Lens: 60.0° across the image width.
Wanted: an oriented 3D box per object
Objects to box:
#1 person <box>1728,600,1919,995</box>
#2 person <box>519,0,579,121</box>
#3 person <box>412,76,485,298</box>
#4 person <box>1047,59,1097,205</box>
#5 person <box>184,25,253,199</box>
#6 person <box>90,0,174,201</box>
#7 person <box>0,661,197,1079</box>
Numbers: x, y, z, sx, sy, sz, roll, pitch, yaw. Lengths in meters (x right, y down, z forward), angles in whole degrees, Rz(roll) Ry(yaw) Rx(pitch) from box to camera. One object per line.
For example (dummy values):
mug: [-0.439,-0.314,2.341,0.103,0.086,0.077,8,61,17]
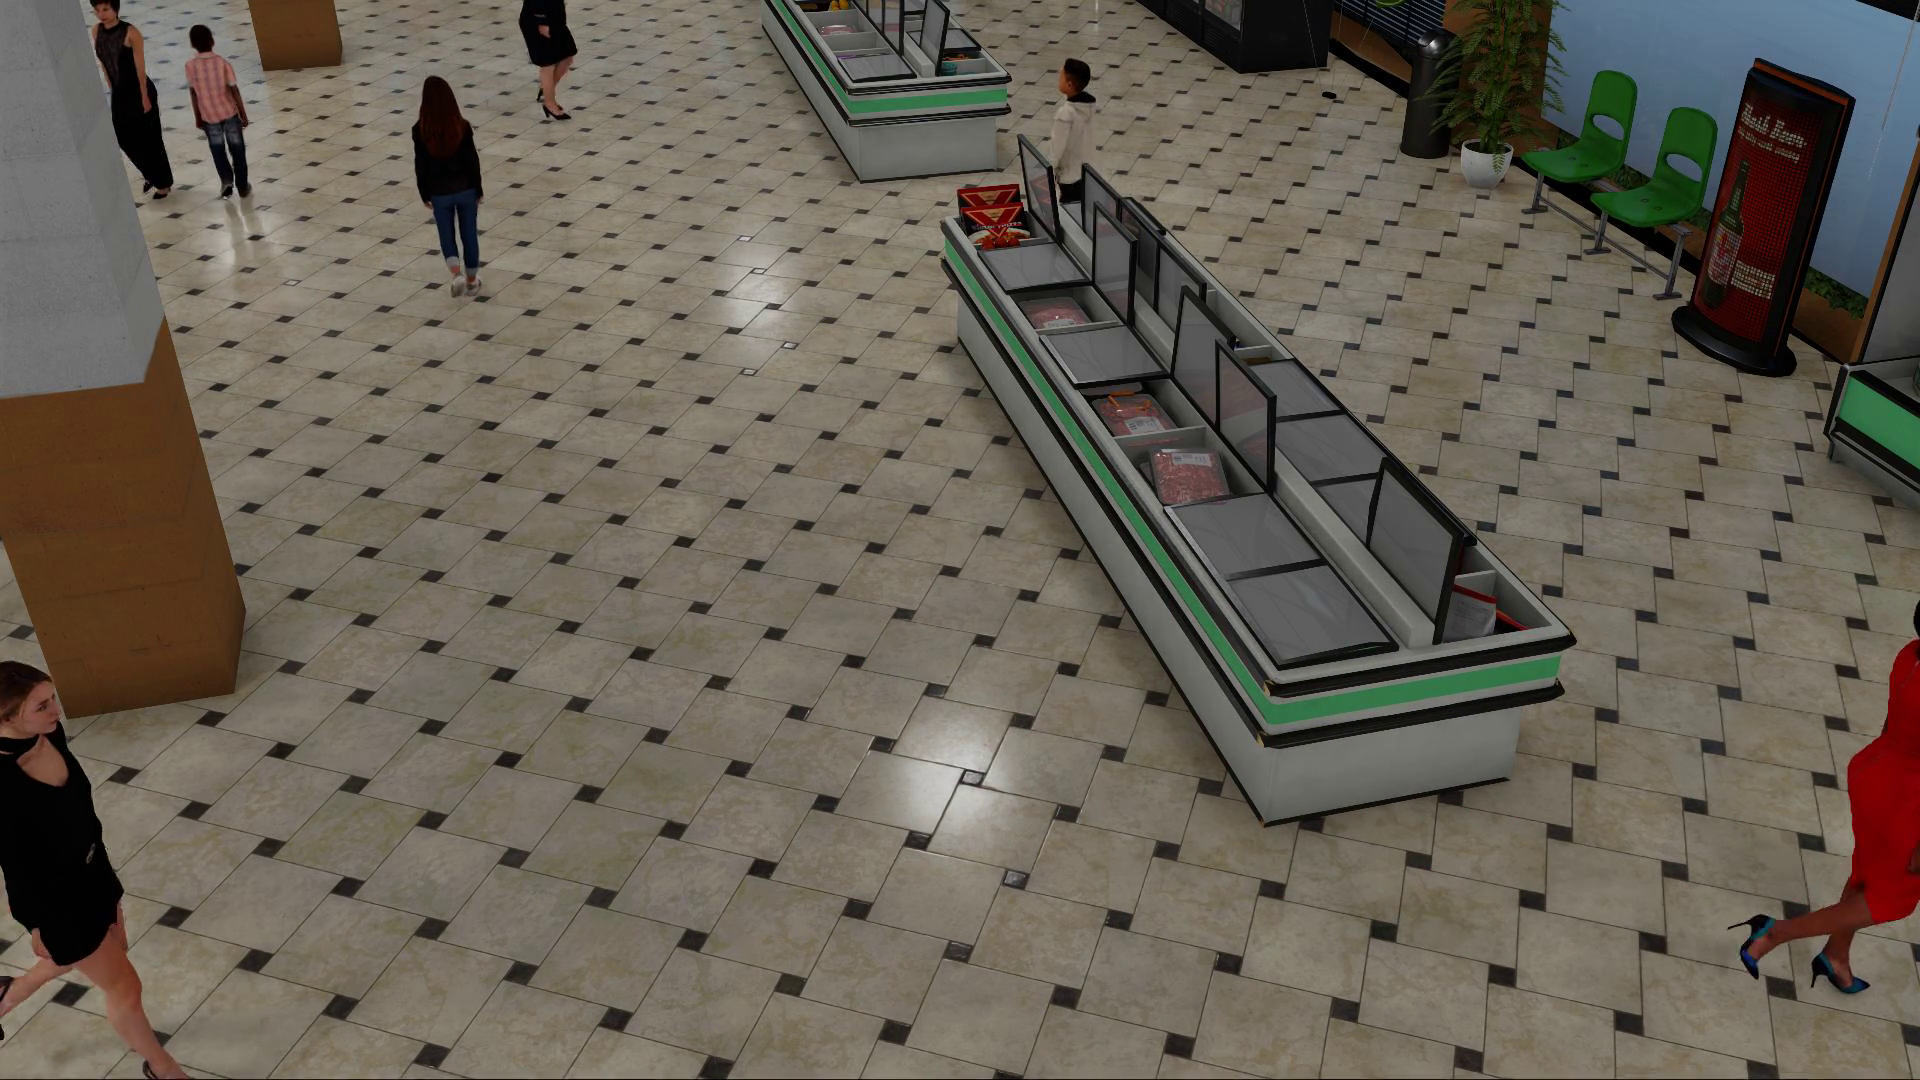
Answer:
person: [3.006,0.892,5.504,0.804,1.726,0.824,3,32,5]
person: [-3.560,-4.355,13.996,0.874,1.663,0.774,8,33,13]
person: [-3.289,-2.251,10.796,0.565,1.471,0.698,-9,33,-15]
person: [0.839,-2.490,11.215,0.944,1.433,0.889,17,36,25]
person: [-5.552,-3.175,12.441,0.533,1.301,0.576,-9,33,-14]
person: [-6.133,-3.349,12.450,0.668,1.588,0.680,7,33,11]
person: [-2.828,1.105,5.149,0.852,1.739,1.016,2,32,3]
